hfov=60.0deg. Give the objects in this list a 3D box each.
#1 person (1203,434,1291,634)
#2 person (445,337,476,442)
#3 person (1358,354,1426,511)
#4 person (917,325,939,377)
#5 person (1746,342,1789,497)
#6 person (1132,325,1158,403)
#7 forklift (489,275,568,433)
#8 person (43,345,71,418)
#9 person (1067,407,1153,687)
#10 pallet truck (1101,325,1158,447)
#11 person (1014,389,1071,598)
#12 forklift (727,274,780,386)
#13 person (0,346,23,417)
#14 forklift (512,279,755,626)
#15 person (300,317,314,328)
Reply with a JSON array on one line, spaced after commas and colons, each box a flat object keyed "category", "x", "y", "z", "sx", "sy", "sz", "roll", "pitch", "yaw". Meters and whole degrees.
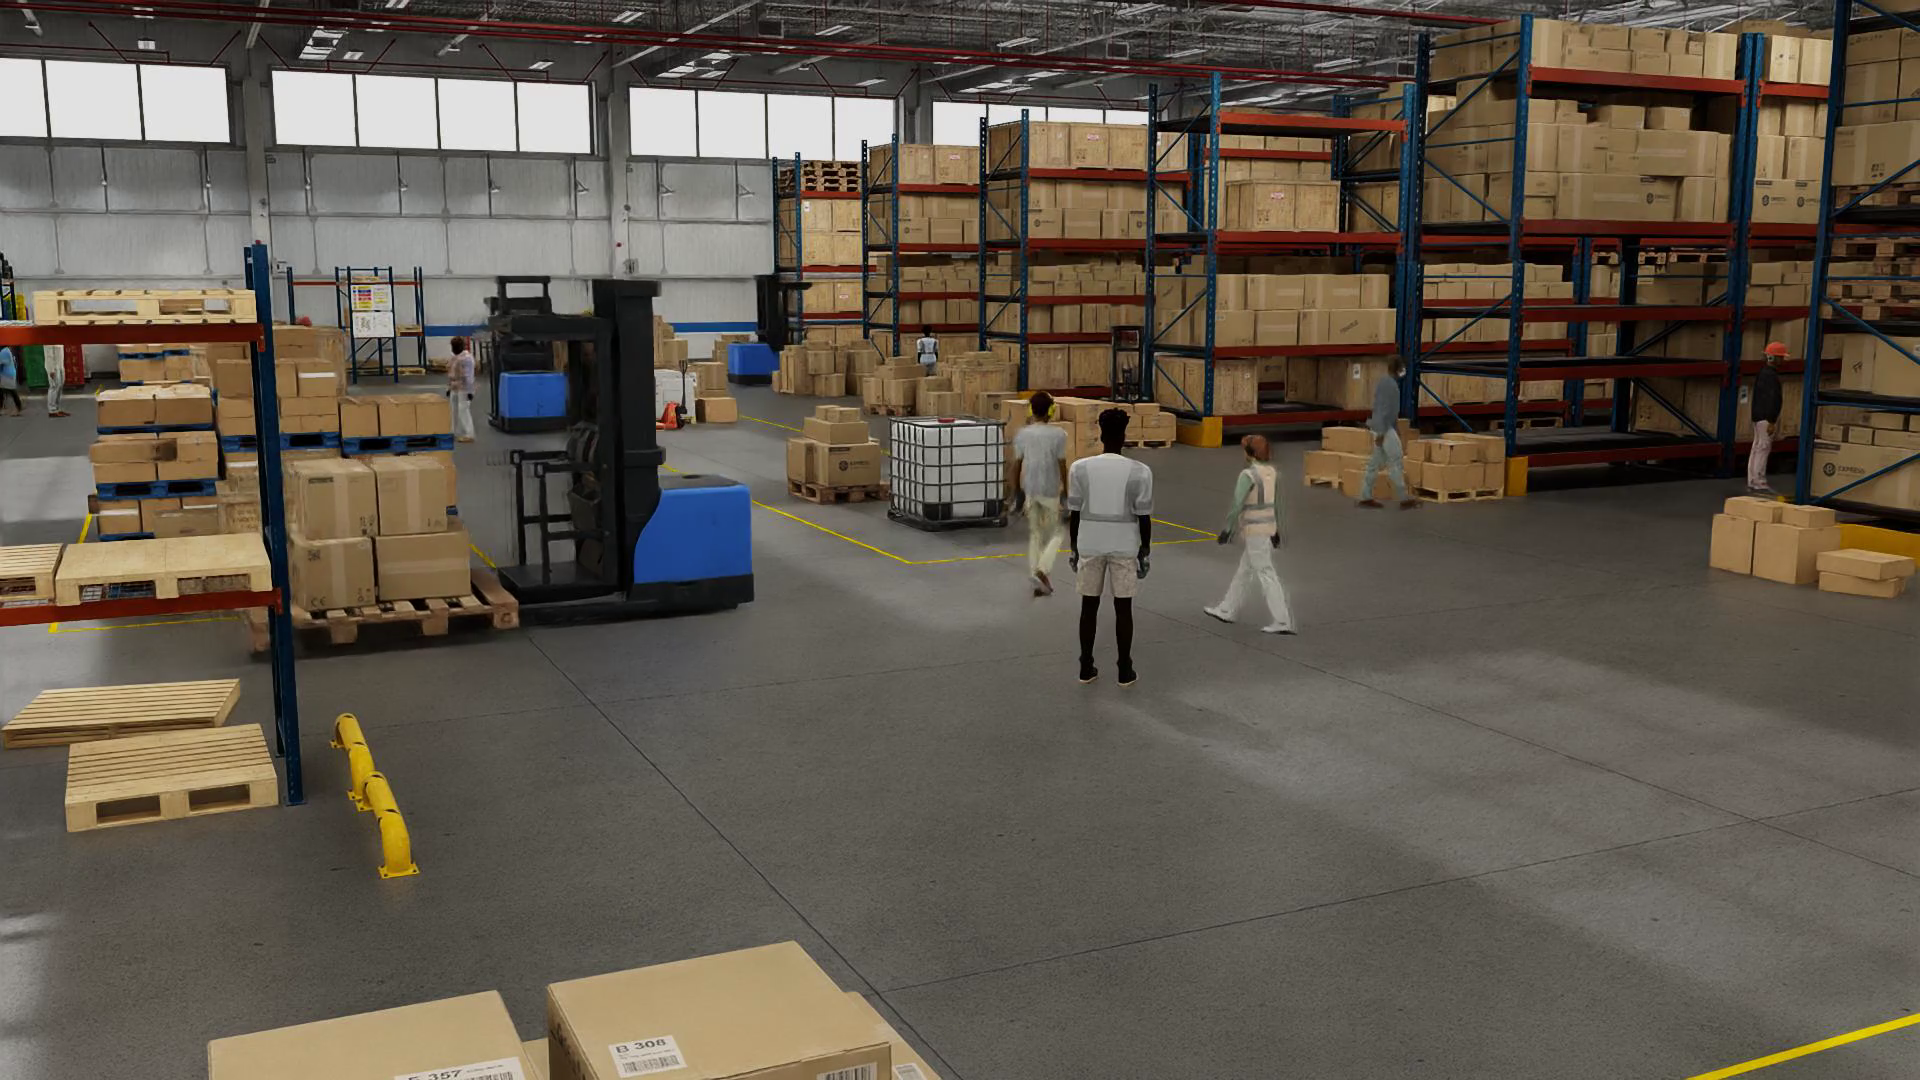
[{"category": "person", "x": 2.345, "y": -0.055, "z": 13.413, "sx": 0.847, "sy": 1.591, "sz": 0.514, "roll": 6, "pitch": 11, "yaw": 34}, {"category": "person", "x": -8.492, "y": -2.551, "z": 28.265, "sx": 0.441, "sy": 1.812, "sz": 0.709, "roll": -9, "pitch": 13, "yaw": -43}, {"category": "person", "x": 5.307, "y": -1.302, "z": 20.203, "sx": 0.922, "sy": 1.897, "sz": 0.640, "roll": 3, "pitch": 9, "yaw": 15}, {"category": "person", "x": -0.729, "y": -3.997, "z": 37.558, "sx": 0.534, "sy": 1.692, "sz": 0.322, "roll": -4, "pitch": 10, "yaw": -24}, {"category": "person", "x": 10.453, "y": -1.563, "z": 21.533, "sx": 0.391, "sy": 1.991, "sz": 0.612, "roll": 2, "pitch": 9, "yaw": 13}, {"category": "person", "x": 3.442, "y": -3.028, "z": 30.843, "sx": 0.550, "sy": 1.926, "sz": 0.520, "roll": 9, "pitch": 12, "yaw": 43}, {"category": "forklift", "x": -7.875, "y": -3.401, "z": 30.190, "sx": 1.129, "sy": 2.768, "sz": 1.873, "roll": -4, "pitch": 10, "yaw": -25}, {"category": "person", "x": -18.004, "y": -3.392, "z": 33.102, "sx": 0.364, "sy": 1.930, "sz": 0.630, "roll": -2, "pitch": 9, "yaw": -10}, {"category": "person", "x": 1.047, "y": 0.054, "z": 11.627, "sx": 0.599, "sy": 1.959, "sz": 0.377, "roll": 2, "pitch": 9, "yaw": 12}, {"category": "pallet truck", "x": 2.881, "y": -2.596, "z": 27.923, "sx": 0.823, "sy": 1.965, "sz": 1.885, "roll": -1, "pitch": 9, "yaw": -7}, {"category": "person", "x": 0.733, "y": -0.396, "z": 14.694, "sx": 0.544, "sy": 1.860, "sz": 0.412, "roll": 4, "pitch": 10, "yaw": 24}, {"category": "forklift", "x": -4.910, "y": -5.355, "z": 42.312, "sx": 1.873, "sy": 2.768, "sz": 1.129, "roll": -4, "pitch": 10, "yaw": -25}, {"category": "person", "x": -19.134, "y": -3.273, "z": 33.162, "sx": 0.738, "sy": 1.664, "sz": 0.534, "roll": -6, "pitch": 11, "yaw": -33}, {"category": "forklift", "x": -2.800, "y": -0.808, "z": 14.101, "sx": 1.873, "sy": 2.768, "sz": 1.129, "roll": -4, "pitch": 10, "yaw": -25}, {"category": "person", "x": -14.799, "y": -4.106, "z": 37.667, "sx": 1.039, "sy": 1.881, "sz": 0.564, "roll": -8, "pitch": 12, "yaw": -39}]
